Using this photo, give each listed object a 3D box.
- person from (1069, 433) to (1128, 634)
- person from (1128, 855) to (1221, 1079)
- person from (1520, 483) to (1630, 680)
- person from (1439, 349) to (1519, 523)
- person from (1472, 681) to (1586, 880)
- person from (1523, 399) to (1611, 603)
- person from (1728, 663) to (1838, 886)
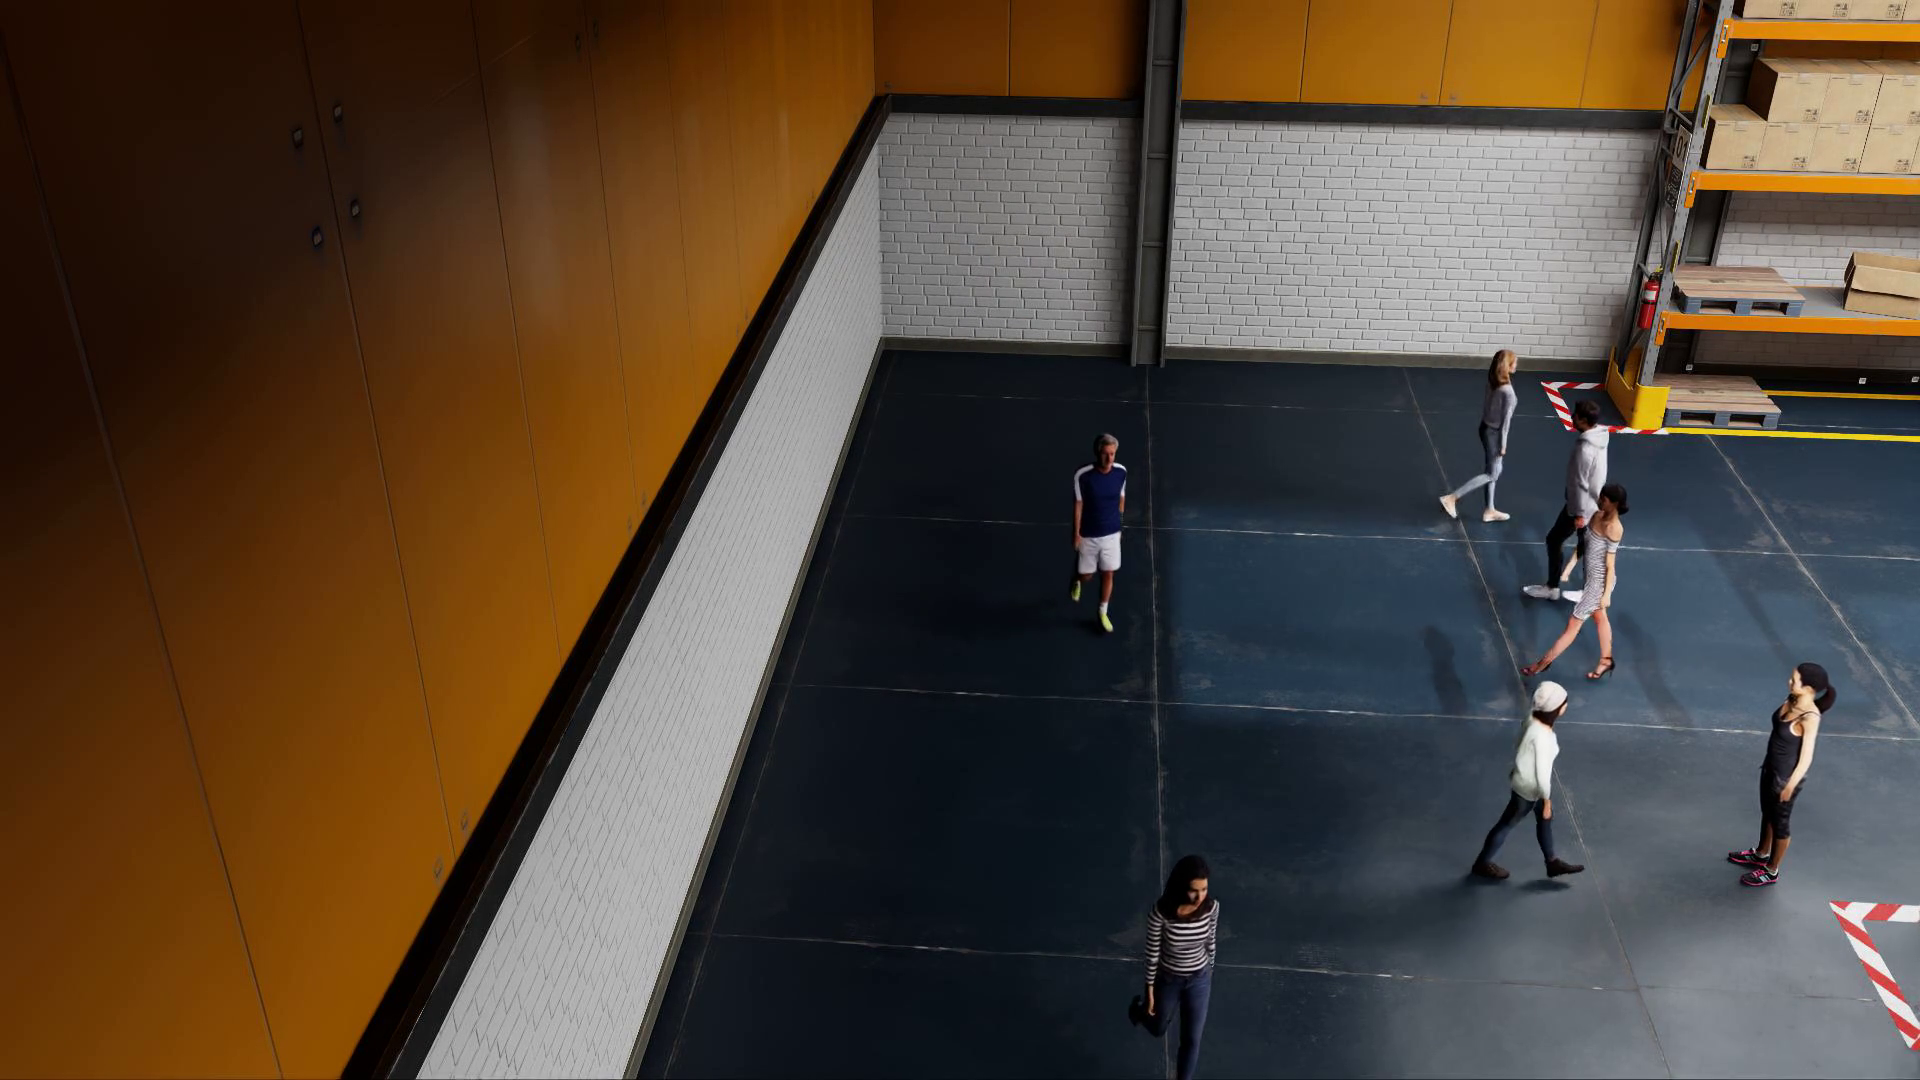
[{"bbox_3d":[1.145,-0.115,14.147,0.931,1.824,0.883,-7,29,-13],"label":"person"},{"bbox_3d":[1.204,2.474,9.452,1.010,1.774,0.861,-7,29,-12],"label":"person"},{"bbox_3d":[5.177,0.372,13.289,1.014,1.790,0.631,1,29,2],"label":"person"},{"bbox_3d":[4.960,-0.952,15.734,1.030,1.774,0.729,-4,29,-7],"label":"person"},{"bbox_3d":[3.737,1.637,11.152,0.994,1.617,0.686,6,29,11],"label":"person"},{"bbox_3d":[5.467,-0.260,14.347,1.004,1.888,0.906,17,33,28],"label":"person"},{"bbox_3d":[5.553,1.562,11.175,0.520,1.726,0.558,3,29,6],"label":"person"}]
